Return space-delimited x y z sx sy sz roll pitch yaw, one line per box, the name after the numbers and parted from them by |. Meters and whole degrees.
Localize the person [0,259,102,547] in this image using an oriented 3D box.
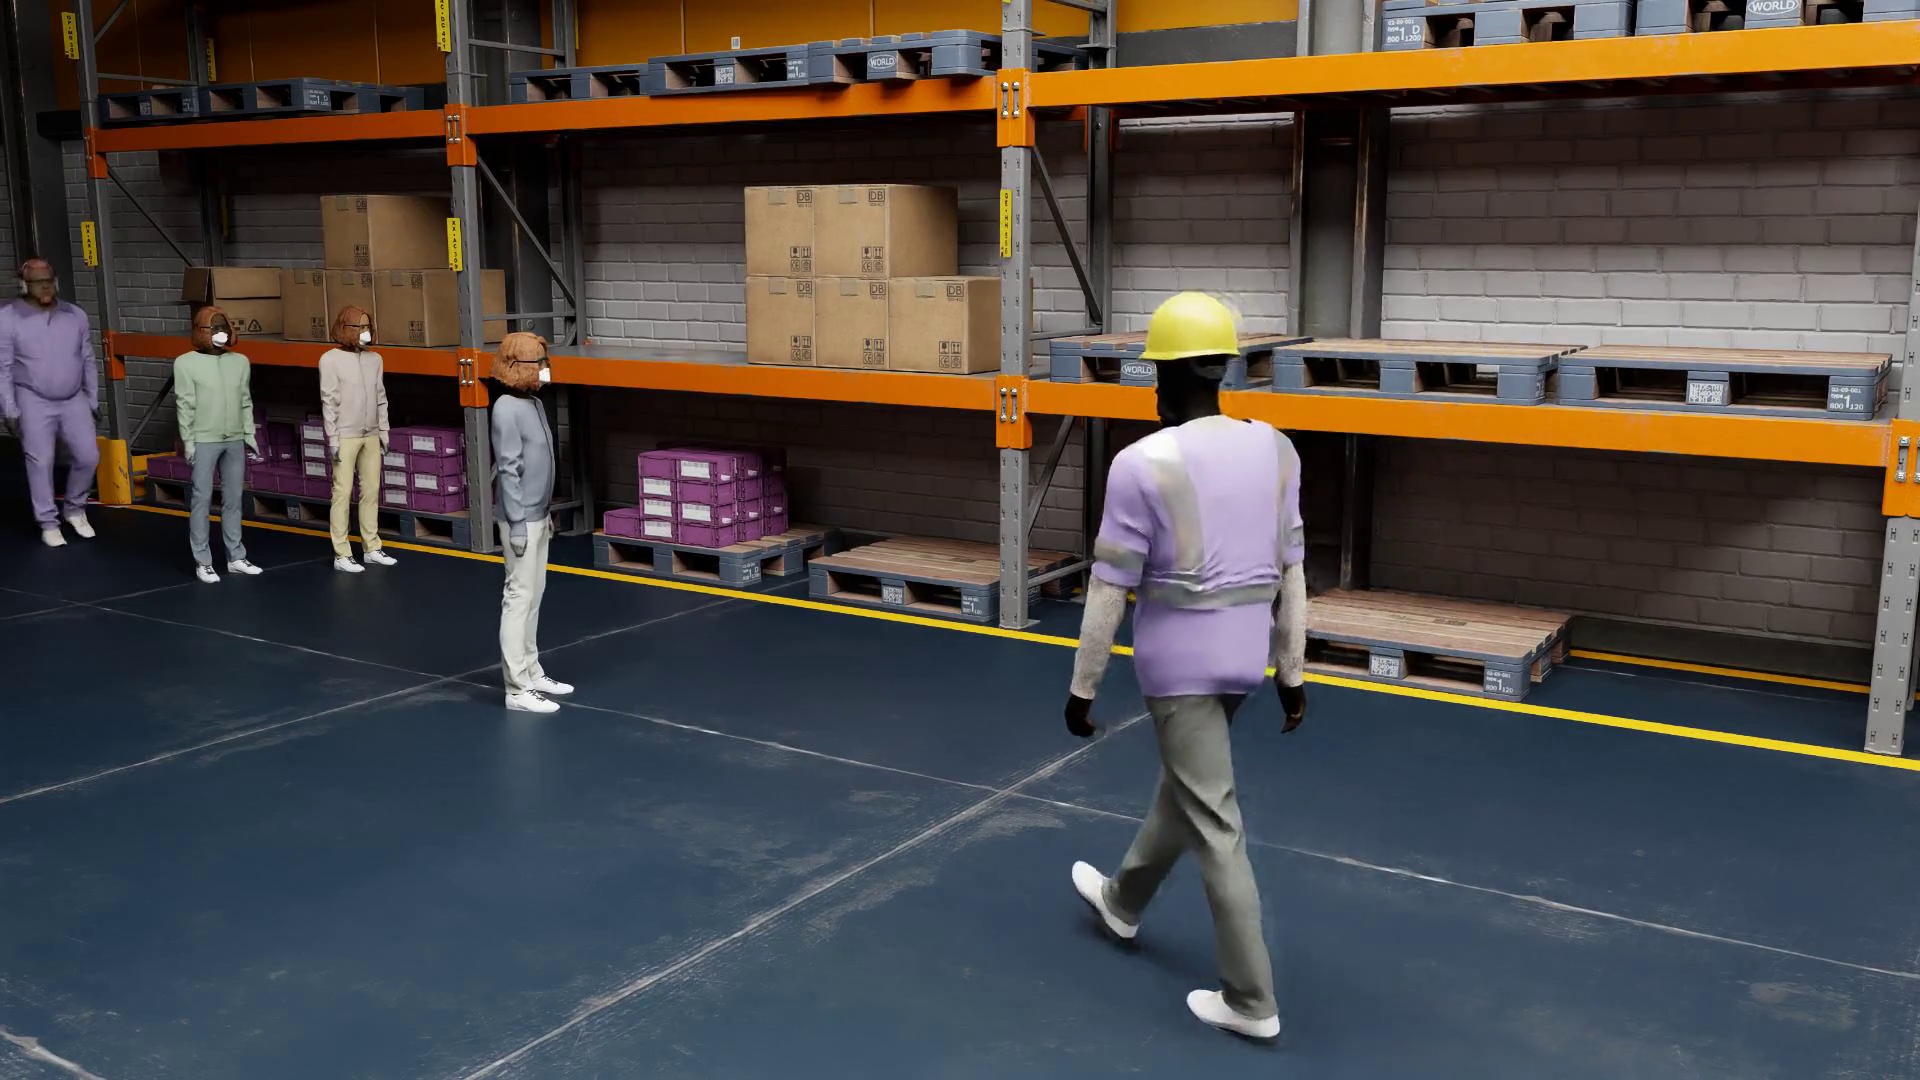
-5.987 -0.890 10.968 0.438 1.893 0.665 8 13 39 | person

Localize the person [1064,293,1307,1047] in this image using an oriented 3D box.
0.548 0.303 4.384 0.616 1.876 0.958 -7 13 -35 | person

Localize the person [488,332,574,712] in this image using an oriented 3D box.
-1.868 -0.080 7.202 0.278 1.633 0.507 0 10 -1 | person

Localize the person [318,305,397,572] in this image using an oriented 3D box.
-3.708 -0.621 10.228 0.277 1.629 0.496 5 11 26 | person

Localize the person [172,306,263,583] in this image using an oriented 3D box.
-4.425 -0.574 9.938 0.284 1.634 0.498 6 12 32 | person
